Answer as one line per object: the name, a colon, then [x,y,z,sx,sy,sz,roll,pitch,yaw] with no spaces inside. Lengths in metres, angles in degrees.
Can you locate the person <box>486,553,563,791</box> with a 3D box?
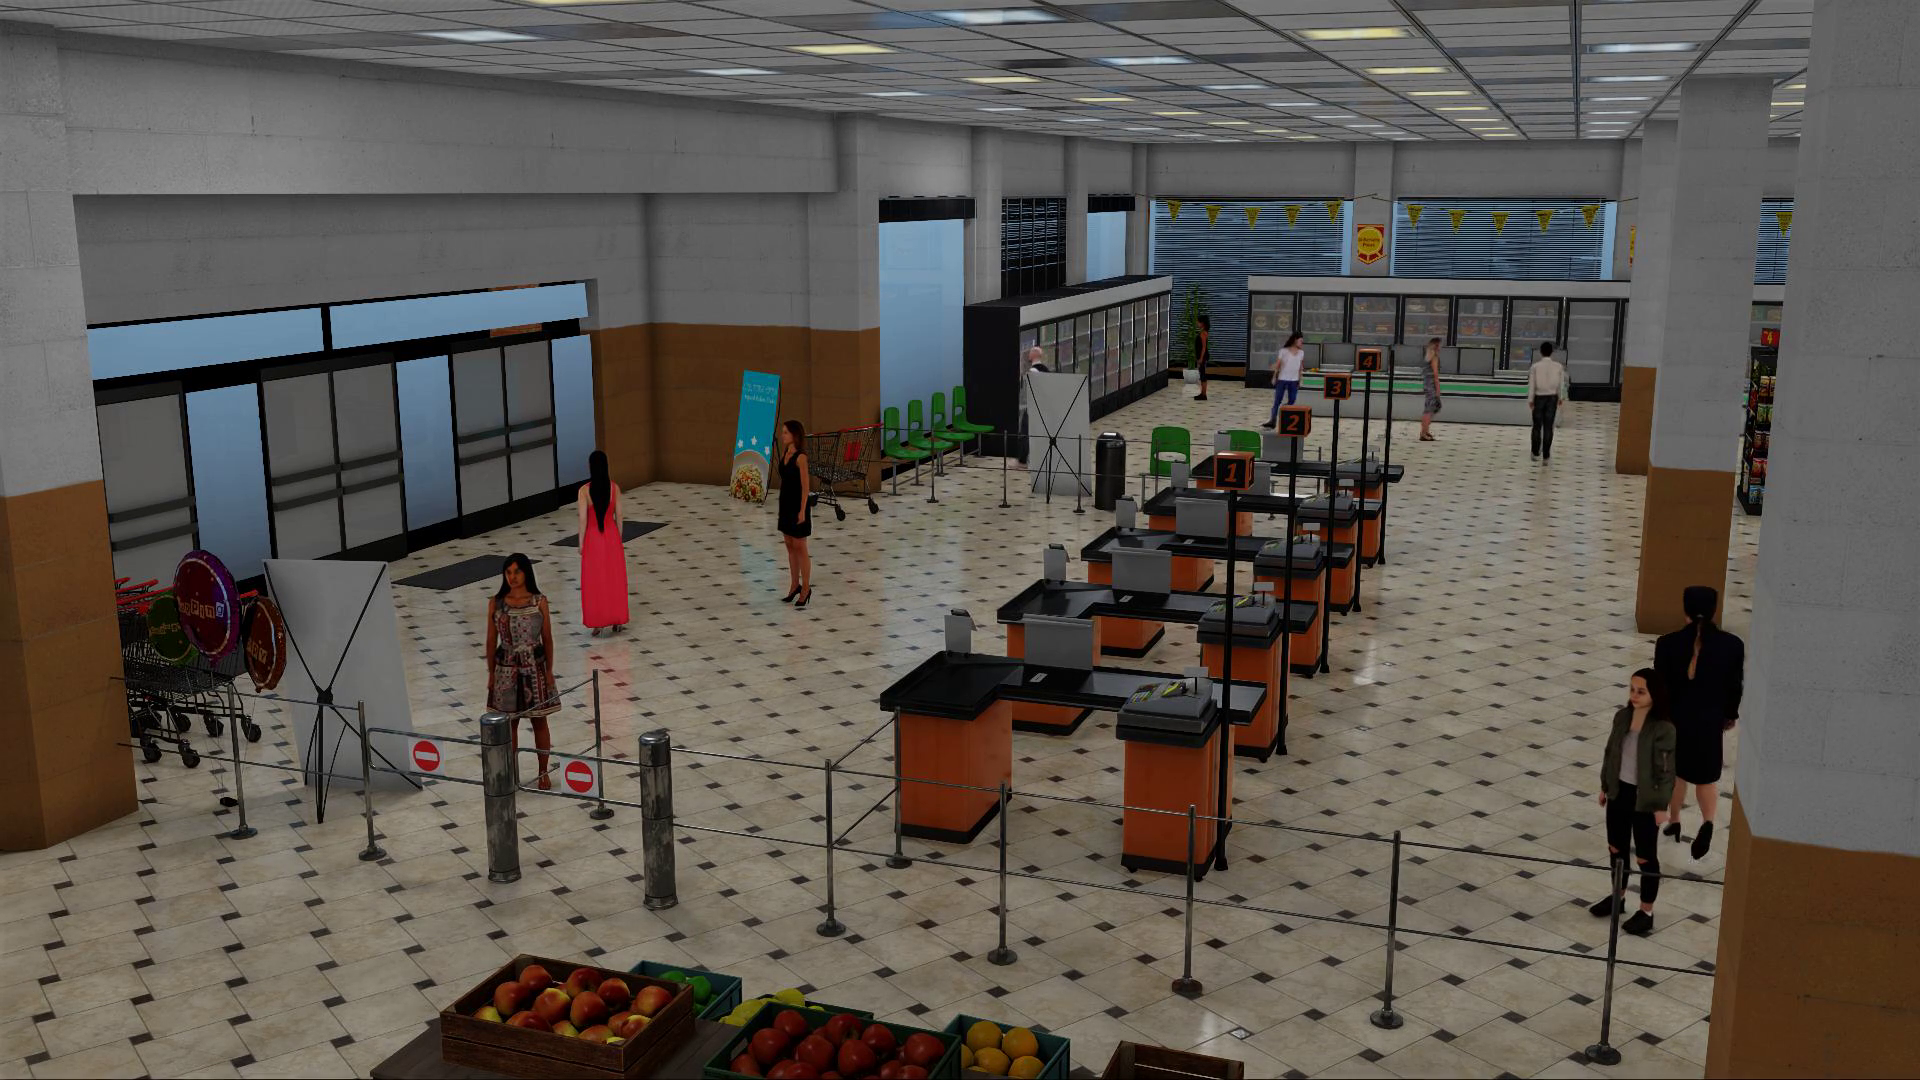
person: [-2.981,0.890,11.326,0.640,1.645,0.784,-2,12,-7]

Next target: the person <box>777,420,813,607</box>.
person: [-1.625,-0.263,16.345,0.727,1.834,0.630,-9,15,-36]

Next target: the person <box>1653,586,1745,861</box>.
person: [4.477,1.142,10.119,0.935,1.649,0.753,4,12,17]

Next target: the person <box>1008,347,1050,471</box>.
person: [1.169,-1.876,24.092,1.161,1.798,0.769,6,13,25]

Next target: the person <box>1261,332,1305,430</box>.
person: [5.499,-2.677,28.249,0.764,1.652,0.951,0,12,2]

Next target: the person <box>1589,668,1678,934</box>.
person: [3.753,1.422,9.210,0.722,1.476,0.657,-6,13,-26]

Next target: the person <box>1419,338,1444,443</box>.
person: [7.545,-2.434,27.007,0.680,1.688,0.680,0,12,2]

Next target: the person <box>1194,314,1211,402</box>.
person: [4.739,-3.572,32.450,0.577,1.673,0.623,1,12,7]

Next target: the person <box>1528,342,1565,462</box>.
person: [8.792,-2.035,24.925,1.122,1.766,0.762,3,12,16]

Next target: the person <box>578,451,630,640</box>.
person: [-3.274,0.035,15.191,0.715,1.726,0.749,-8,14,-33]
